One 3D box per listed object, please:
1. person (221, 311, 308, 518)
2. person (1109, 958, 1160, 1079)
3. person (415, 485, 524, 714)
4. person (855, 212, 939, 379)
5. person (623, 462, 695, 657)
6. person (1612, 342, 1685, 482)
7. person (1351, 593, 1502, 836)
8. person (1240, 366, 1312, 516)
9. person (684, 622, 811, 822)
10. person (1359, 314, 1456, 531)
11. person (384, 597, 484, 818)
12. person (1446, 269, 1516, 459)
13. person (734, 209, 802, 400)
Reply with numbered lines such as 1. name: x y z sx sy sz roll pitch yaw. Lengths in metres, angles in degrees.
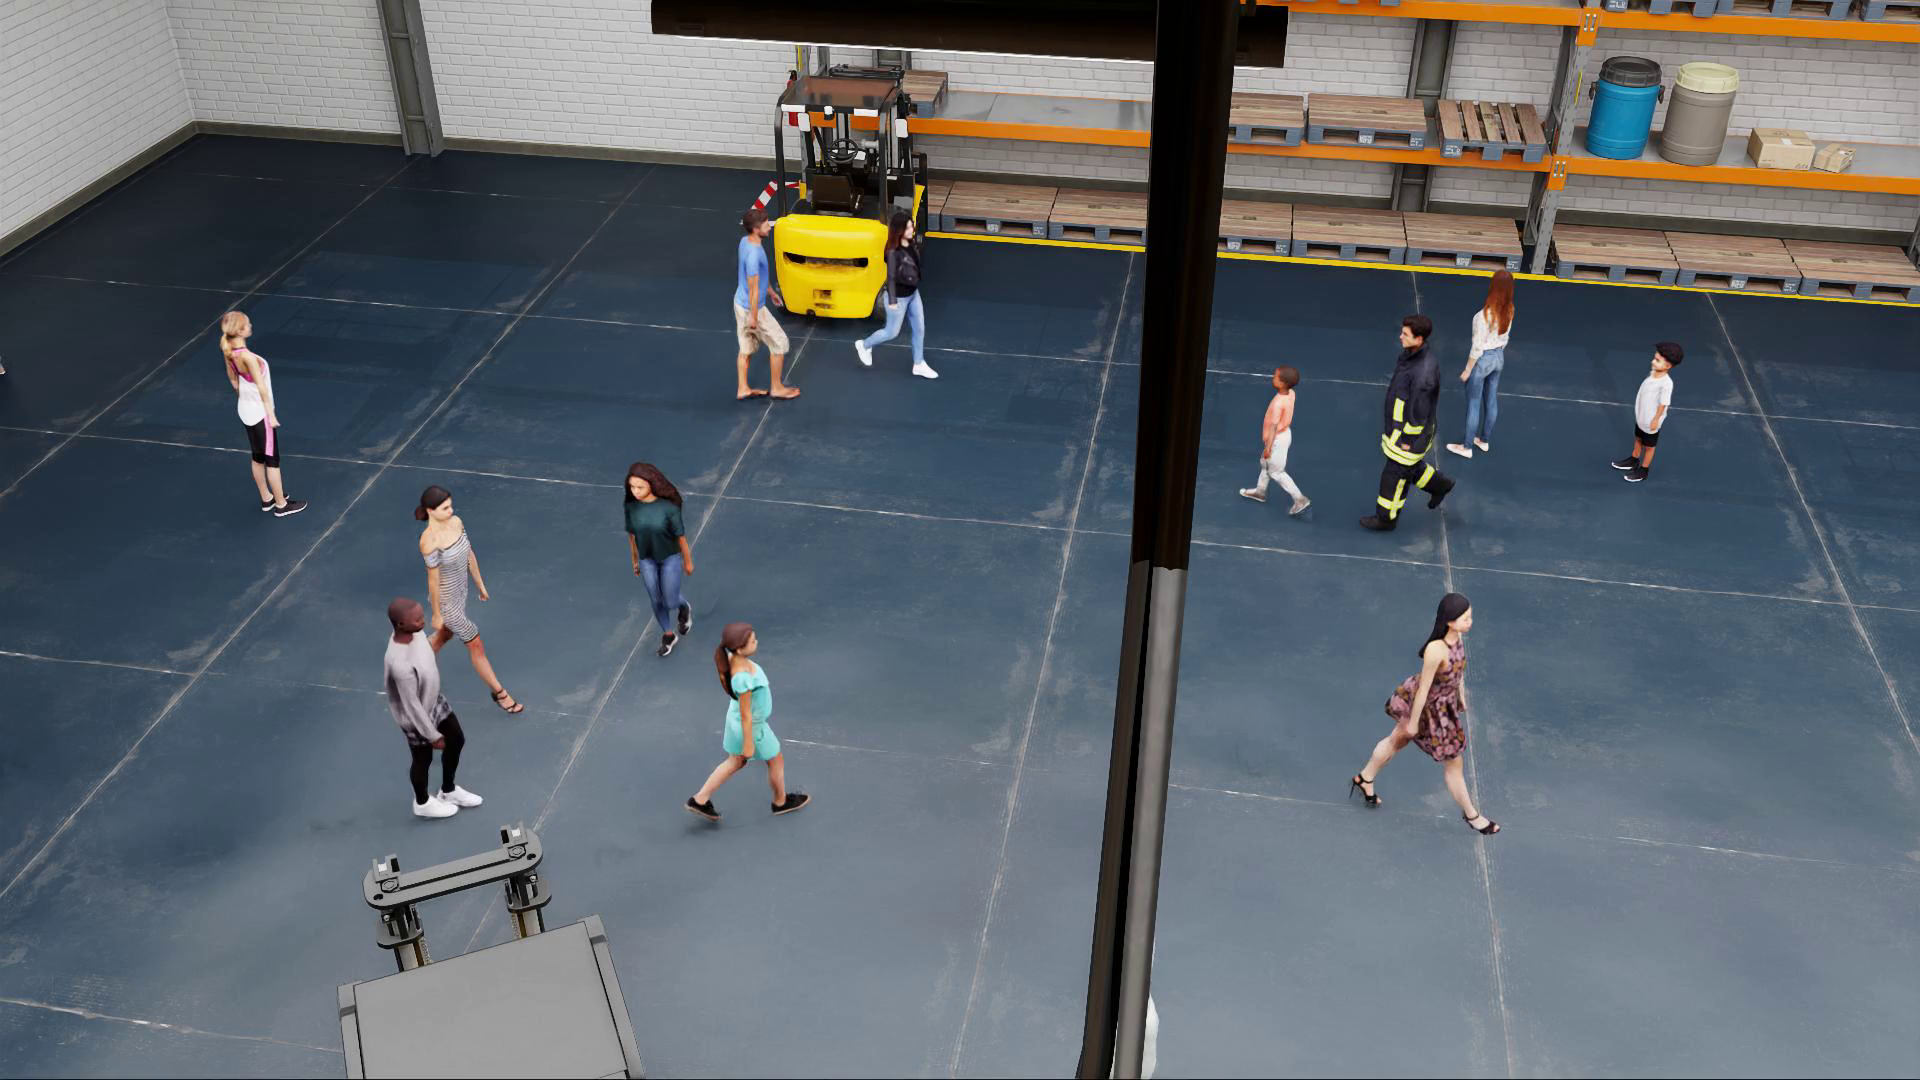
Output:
1. person: -5.677 -1.018 13.410 0.627 1.787 0.744 24 40 32
2. person: 0.804 2.558 8.156 0.638 1.647 0.643 -11 35 -16
3. person: -3.535 0.414 11.267 1.097 1.773 0.604 7 34 10
4. person: -0.607 -2.263 15.444 1.111 1.608 0.821 14 36 21
5. person: -2.120 0.092 11.908 0.629 1.600 0.678 8 34 12
6. person: 5.826 -1.095 14.000 0.572 1.262 0.545 -4 34 -6
7. person: 2.842 1.067 10.345 1.257 1.708 0.902 18 38 25
8. person: 2.641 -0.805 13.534 0.922 1.294 0.697 19 38 26
9. person: -1.391 1.166 10.353 1.100 1.533 0.895 -12 35 -17
10. person: 3.635 -0.905 13.131 1.078 1.907 0.896 0 34 0
11. person: -3.439 1.067 10.302 0.708 1.755 0.694 0 34 0
12. person: 4.497 -1.510 14.203 0.634 1.728 0.708 -18 38 -25
13. person: -1.944 -2.085 14.969 0.950 1.838 0.848 -11 35 -16
